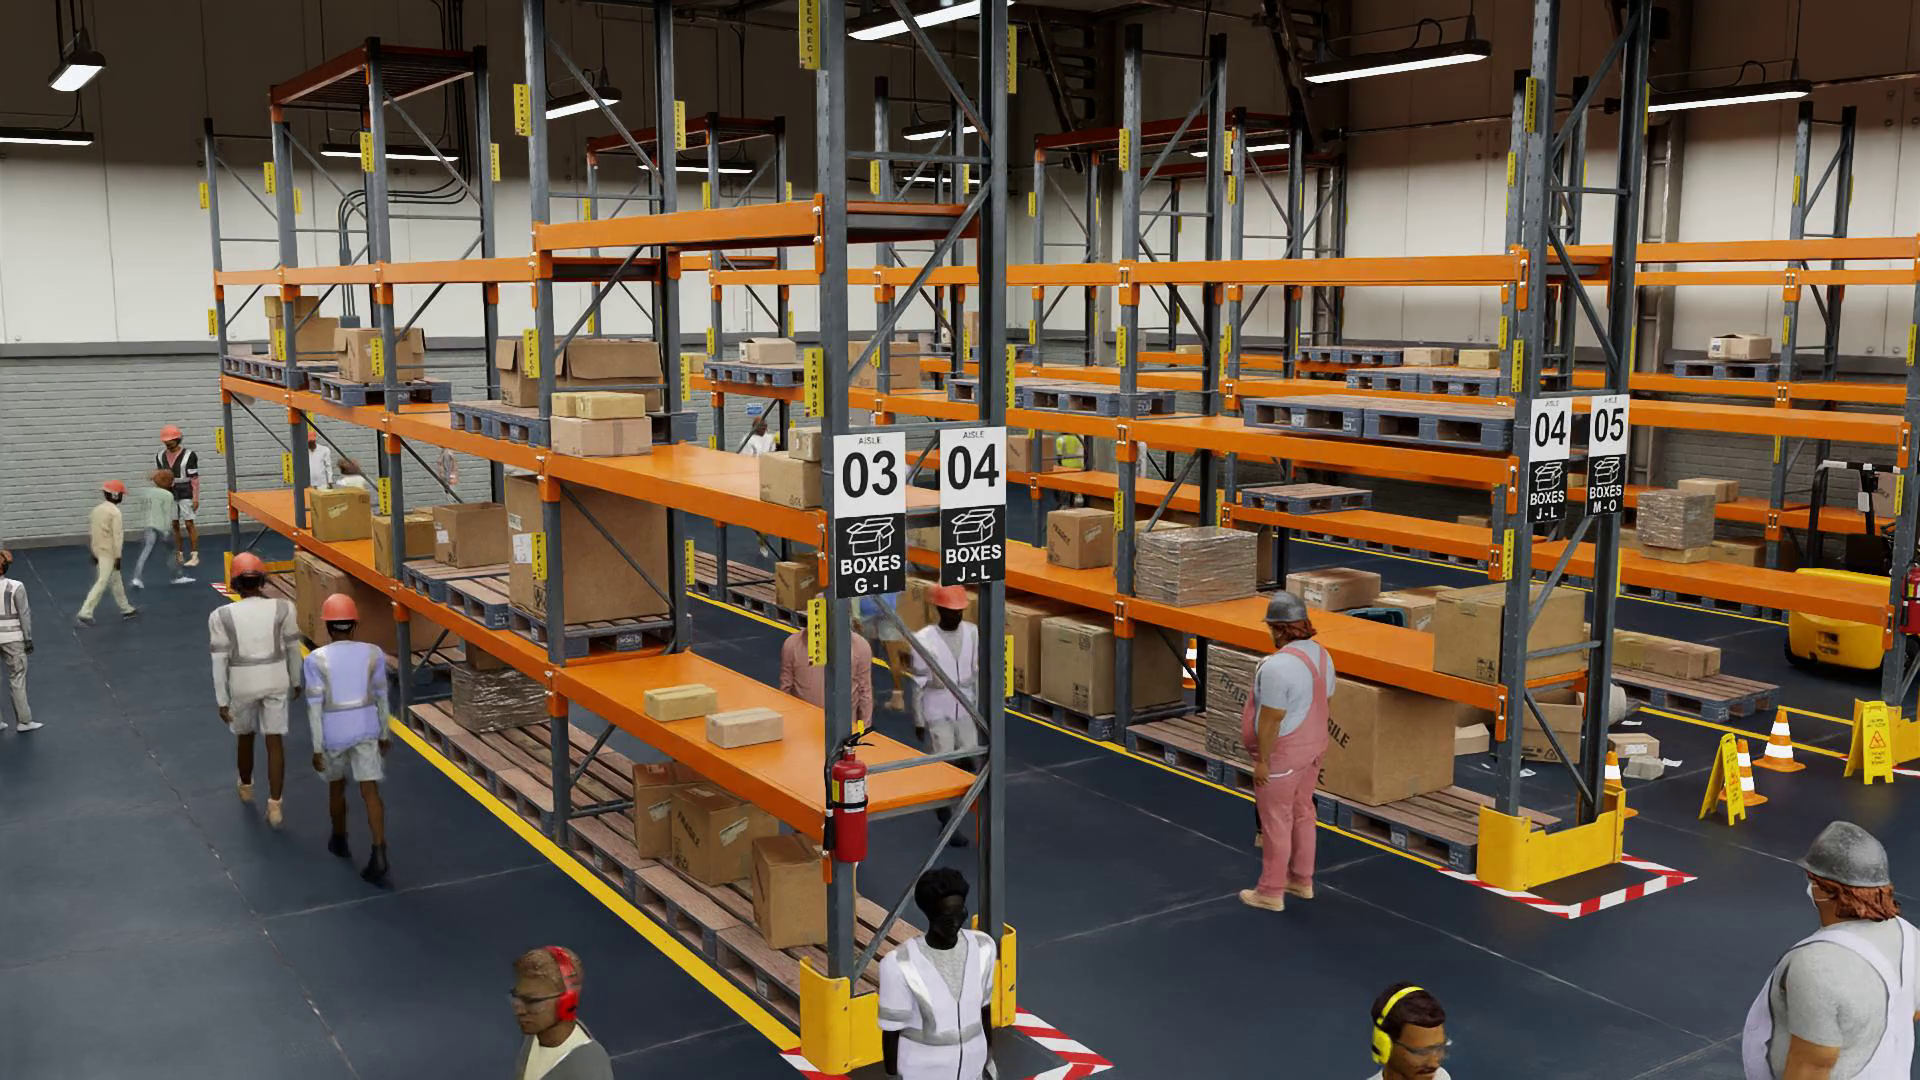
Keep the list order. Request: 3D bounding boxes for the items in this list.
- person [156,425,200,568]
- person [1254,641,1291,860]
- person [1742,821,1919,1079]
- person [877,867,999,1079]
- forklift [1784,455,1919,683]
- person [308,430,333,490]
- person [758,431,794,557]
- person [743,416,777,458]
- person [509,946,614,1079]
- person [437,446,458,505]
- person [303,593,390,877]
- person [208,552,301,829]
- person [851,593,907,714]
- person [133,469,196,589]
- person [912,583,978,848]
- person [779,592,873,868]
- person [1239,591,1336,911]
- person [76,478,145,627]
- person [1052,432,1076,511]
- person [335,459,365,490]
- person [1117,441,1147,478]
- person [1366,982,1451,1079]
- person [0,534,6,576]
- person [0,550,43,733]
[{"bbox_3d":[-11.057,-0.613,23.493,0.611,2.031,0.411,1,9,7],"label":"person"},{"bbox_3d":[2.215,1.365,11.452,0.321,1.686,0.539,-3,9,-21],"label":"person"},{"bbox_3d":[3.117,2.002,6.031,0.688,2.000,0.539,-5,10,-33],"label":"person"},{"bbox_3d":[-0.079,2.096,6.543,0.540,1.696,0.317,-5,10,-32],"label":"person"},{"bbox_3d":[9.643,0.253,17.172,2.313,2.155,1.214,-6,10,-33],"label":"forklift"},{"bbox_3d":[-10.337,-0.938,26.605,0.578,1.738,0.354,-3,9,-21],"label":"person"},{"bbox_3d":[-2.628,-0.634,24.051,0.593,1.906,0.782,-7,11,-39],"label":"person"},{"bbox_3d":[-3.304,-1.137,27.637,0.595,1.835,0.978,-7,11,-37],"label":"person"},{"bbox_3d":[-1.273,2.193,5.396,0.376,1.845,0.570,-5,10,-31],"label":"person"},{"bbox_3d":[-8.209,-0.892,26.676,0.318,1.631,0.514,-3,9,-18],"label":"person"},{"bbox_3d":[-4.092,1.309,11.197,0.554,1.889,1.019,-6,10,-33],"label":"person"},{"bbox_3d":[-5.206,1.082,12.332,0.621,1.987,1.034,-4,9,-25],"label":"person"},{"bbox_3d":[-0.840,0.594,15.590,0.619,1.976,1.078,-5,10,-31],"label":"person"},{"bbox_3d":[-10.551,-0.149,21.892,0.553,1.574,0.866,5,10,28],"label":"person"},{"bbox_3d":[-0.086,1.199,11.772,0.572,1.920,0.525,-5,10,-28],"label":"person"},{"bbox_3d":[-0.908,1.289,11.246,0.638,1.902,0.407,0,9,-3],"label":"person"},{"bbox_3d":[2.064,1.315,10.608,0.535,2.000,0.690,8,12,42],"label":"person"},{"bbox_3d":[-10.040,0.135,19.563,0.599,1.723,0.814,7,11,41],"label":"person"},{"bbox_3d":[1.790,-1.265,28.965,0.557,1.671,0.547,7,11,41],"label":"person"},{"bbox_3d":[-8.462,-0.318,22.883,0.705,1.612,0.521,3,9,19],"label":"person"},{"bbox_3d":[2.809,-1.102,27.428,0.403,1.824,0.602,-7,11,-40],"label":"person"},{"bbox_3d":[1.327,2.237,5.045,0.531,1.867,0.316,-6,11,-37],"label":"person"},{"bbox_3d":[-10.965,0.293,18.559,0.484,1.697,0.908,-8,12,-44],"label":"person"},{"bbox_3d":[-8.452,0.899,14.703,0.511,1.641,0.308,0,9,2],"label":"person"}]
